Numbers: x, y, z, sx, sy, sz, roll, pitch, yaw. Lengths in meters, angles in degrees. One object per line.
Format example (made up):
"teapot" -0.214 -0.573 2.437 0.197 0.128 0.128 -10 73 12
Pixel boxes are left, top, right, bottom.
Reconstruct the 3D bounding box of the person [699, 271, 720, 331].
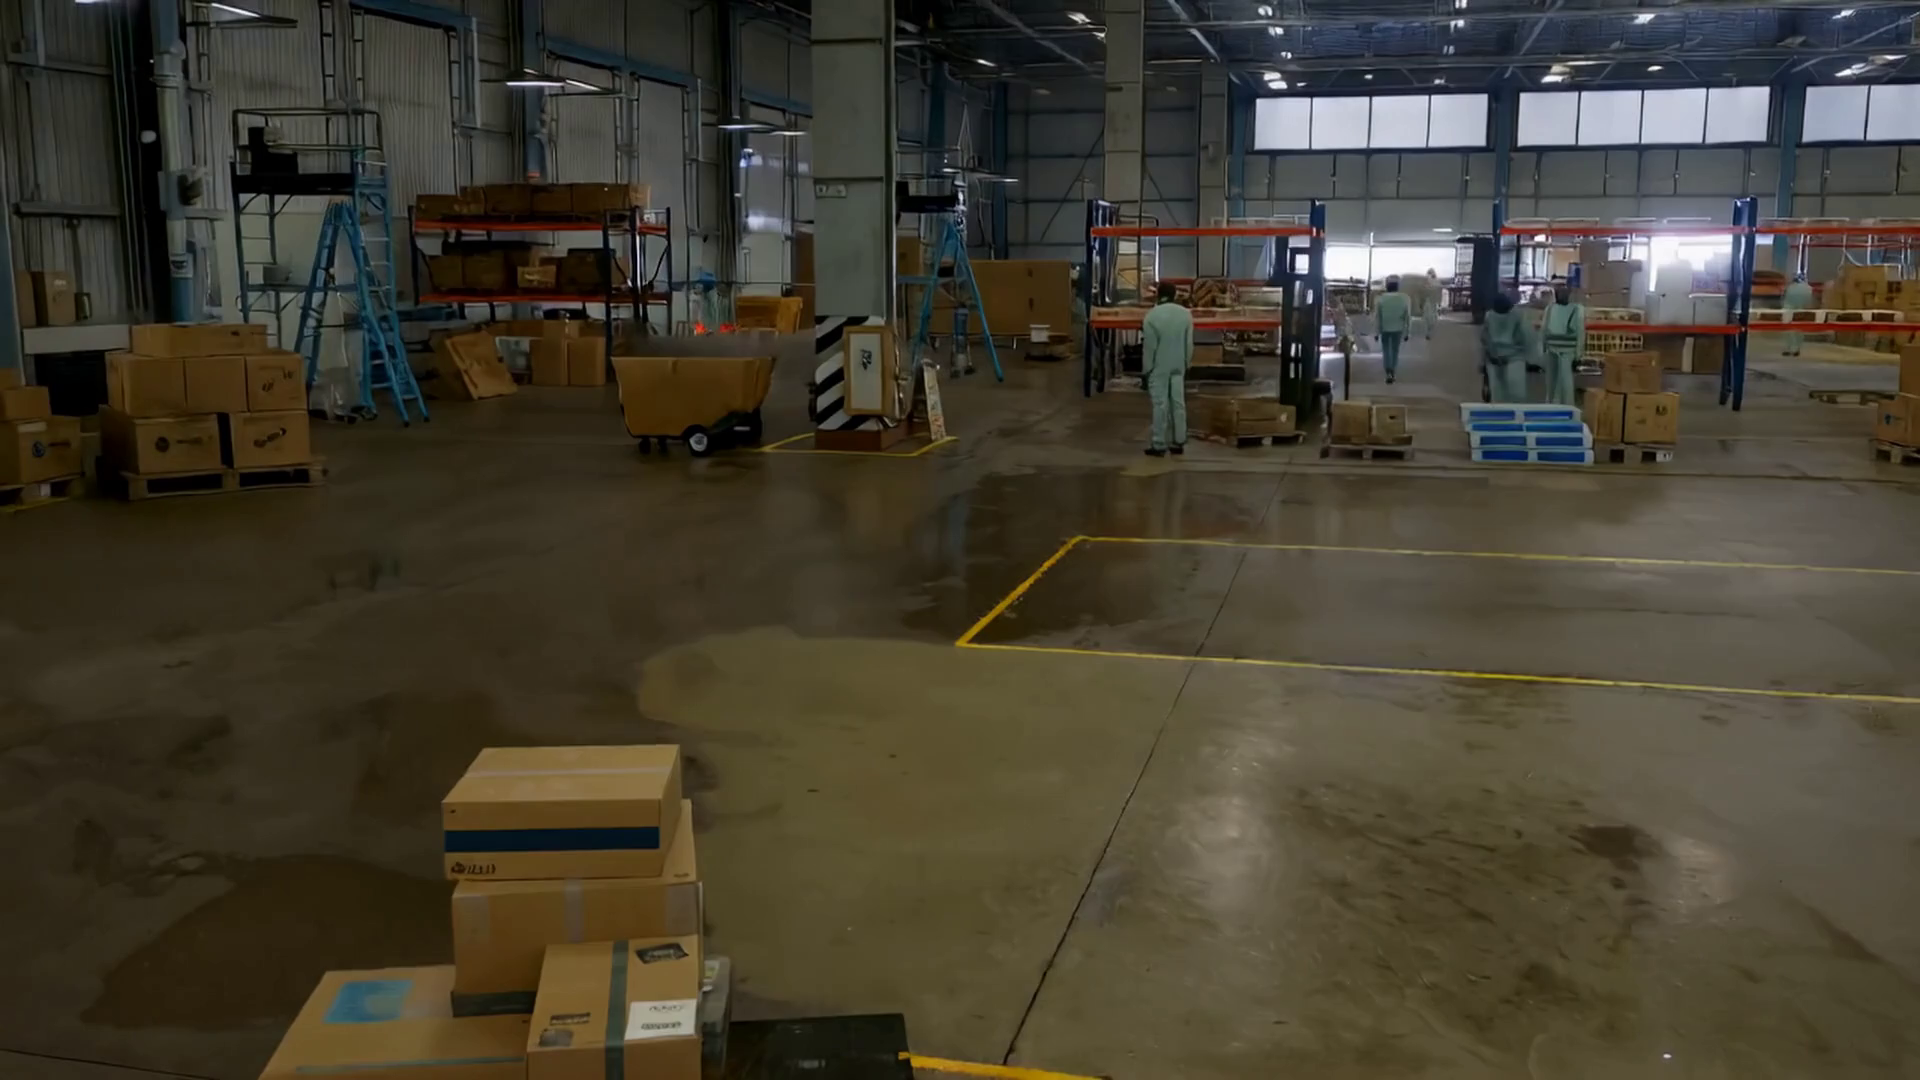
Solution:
"person" -4.452 -3.794 29.512 0.357 1.937 0.551 0 10 -2

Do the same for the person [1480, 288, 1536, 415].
"person" 6.740 -2.200 20.538 0.656 1.804 0.458 9 13 44

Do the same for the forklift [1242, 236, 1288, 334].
"forklift" 8.450 -6.728 44.019 1.873 2.768 1.129 2 10 14

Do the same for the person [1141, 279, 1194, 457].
"person" 2.254 -1.877 18.226 0.628 1.940 0.373 -5 11 -29

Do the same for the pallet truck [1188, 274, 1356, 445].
"pallet truck" 3.653 -2.138 19.590 1.885 1.965 0.823 -4 10 -20

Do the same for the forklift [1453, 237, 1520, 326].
"forklift" 16.646 -8.157 52.434 1.873 2.768 1.129 1 10 8

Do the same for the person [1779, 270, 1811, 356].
"person" 18.491 -5.015 36.840 0.436 1.894 0.795 -2 10 -13

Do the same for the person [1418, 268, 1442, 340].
"person" 12.528 -6.312 44.413 0.634 1.921 0.797 0 10 -1

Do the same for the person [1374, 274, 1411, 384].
"person" 7.489 -3.653 28.807 0.592 1.900 0.877 1 10 5

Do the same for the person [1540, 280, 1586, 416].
"person" 7.886 -2.457 21.797 0.337 1.882 0.585 -9 13 -43

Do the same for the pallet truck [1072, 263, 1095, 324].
"pallet truck" 4.325 -8.180 55.162 0.823 1.965 1.885 6 11 31

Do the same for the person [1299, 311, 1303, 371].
"person" 6.712 -4.094 31.874 0.485 1.739 0.319 -8 13 -40
